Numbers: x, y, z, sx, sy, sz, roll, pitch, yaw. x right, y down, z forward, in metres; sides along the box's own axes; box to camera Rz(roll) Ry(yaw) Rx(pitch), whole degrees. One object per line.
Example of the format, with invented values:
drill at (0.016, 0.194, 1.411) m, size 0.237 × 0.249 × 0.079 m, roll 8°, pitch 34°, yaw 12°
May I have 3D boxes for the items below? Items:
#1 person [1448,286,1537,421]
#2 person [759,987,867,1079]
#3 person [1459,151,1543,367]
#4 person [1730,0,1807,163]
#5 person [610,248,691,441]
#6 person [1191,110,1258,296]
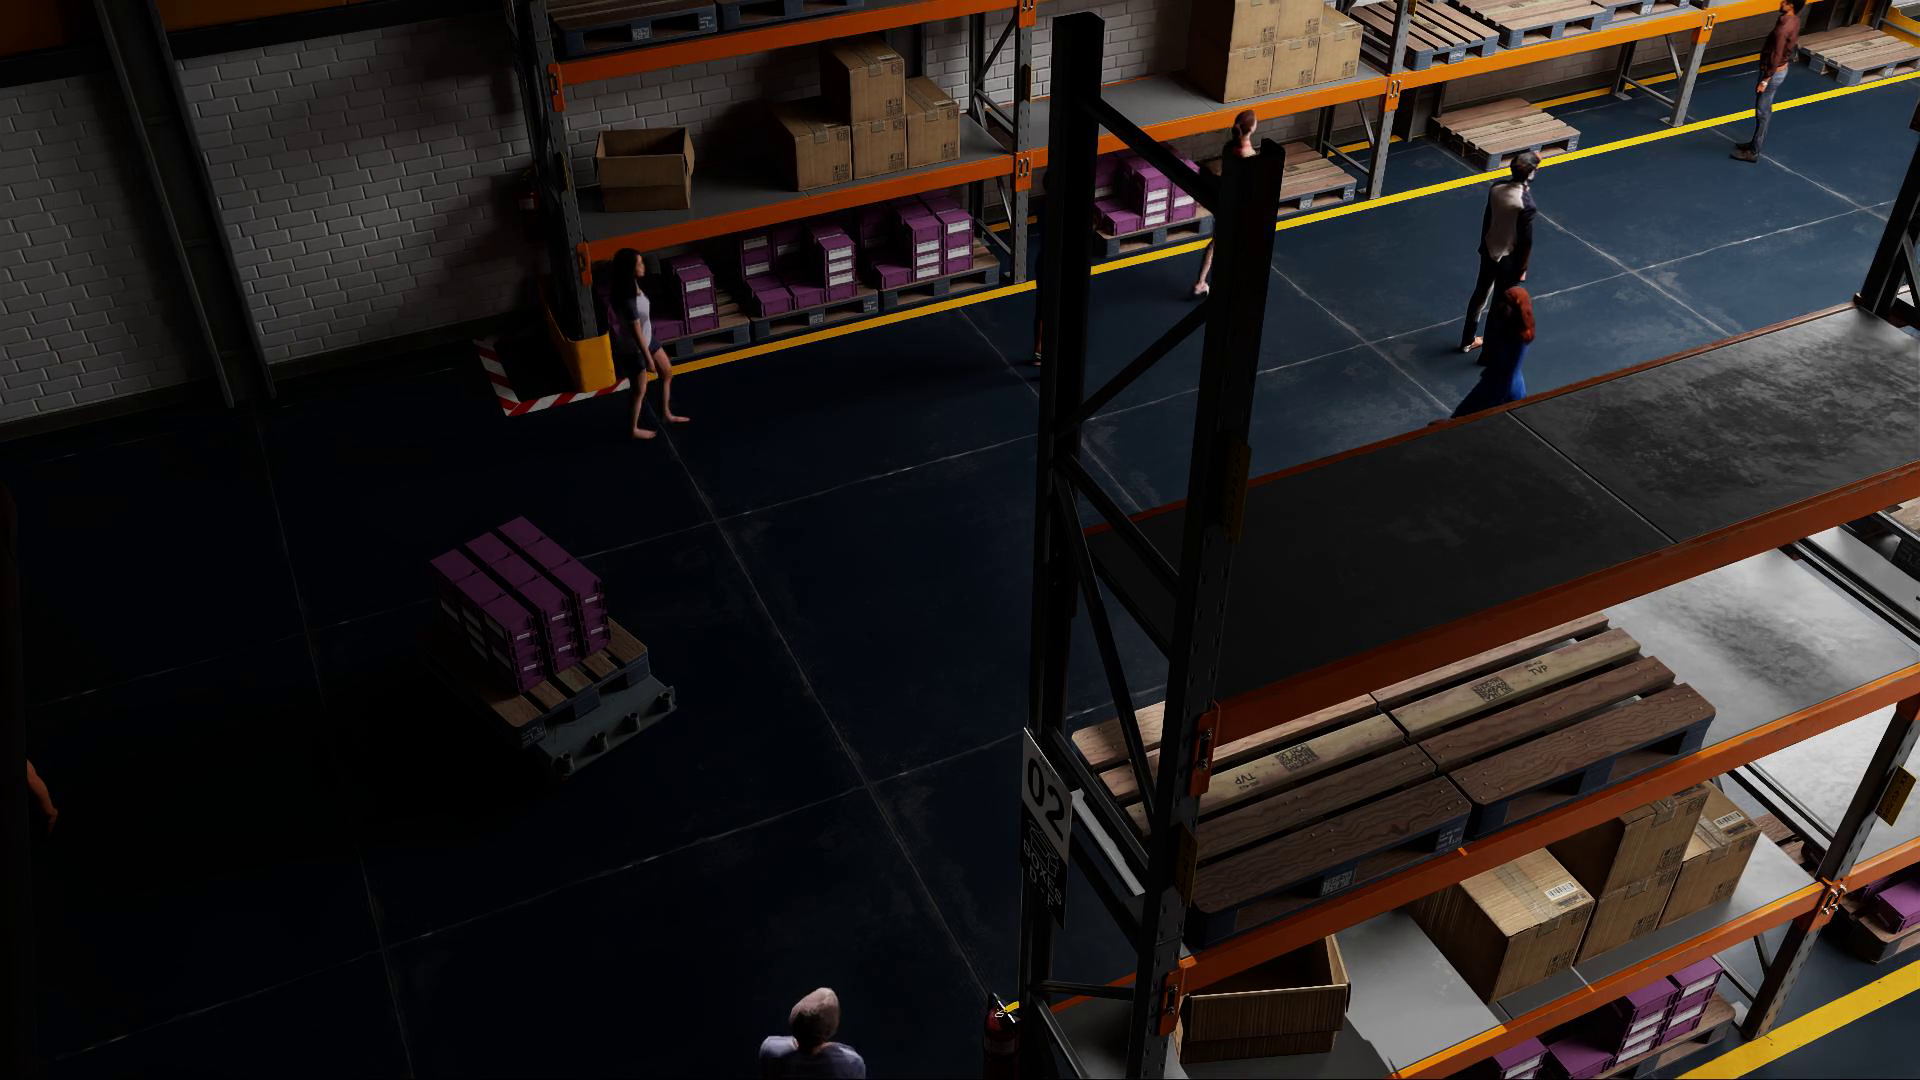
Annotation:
person at (4.085, -1.054, 12.330) m, size 1.126 × 1.793 × 0.832 m, roll -6°, pitch 39°, yaw -7°
person at (-0.670, 2.748, 7.512) m, size 0.946 × 1.864 × 0.979 m, roll 5°, pitch 39°, yaw 6°
person at (4.527, -2.361, 13.890) m, size 0.564 × 1.890 × 0.682 m, roll -16°, pitch 41°, yaw -19°
person at (8.283, -4.736, 16.950) m, size 0.772 × 1.780 × 0.645 m, roll 23°, pitch 44°, yaw 26°
person at (-2.596, -1.509, 12.982) m, size 0.822 × 1.690 × 0.723 m, roll -5°, pitch 39°, yaw -6°
person at (2.380, -2.941, 14.764) m, size 0.841 × 1.705 × 1.186 m, roll 32°, pitch 48°, yaw 34°
